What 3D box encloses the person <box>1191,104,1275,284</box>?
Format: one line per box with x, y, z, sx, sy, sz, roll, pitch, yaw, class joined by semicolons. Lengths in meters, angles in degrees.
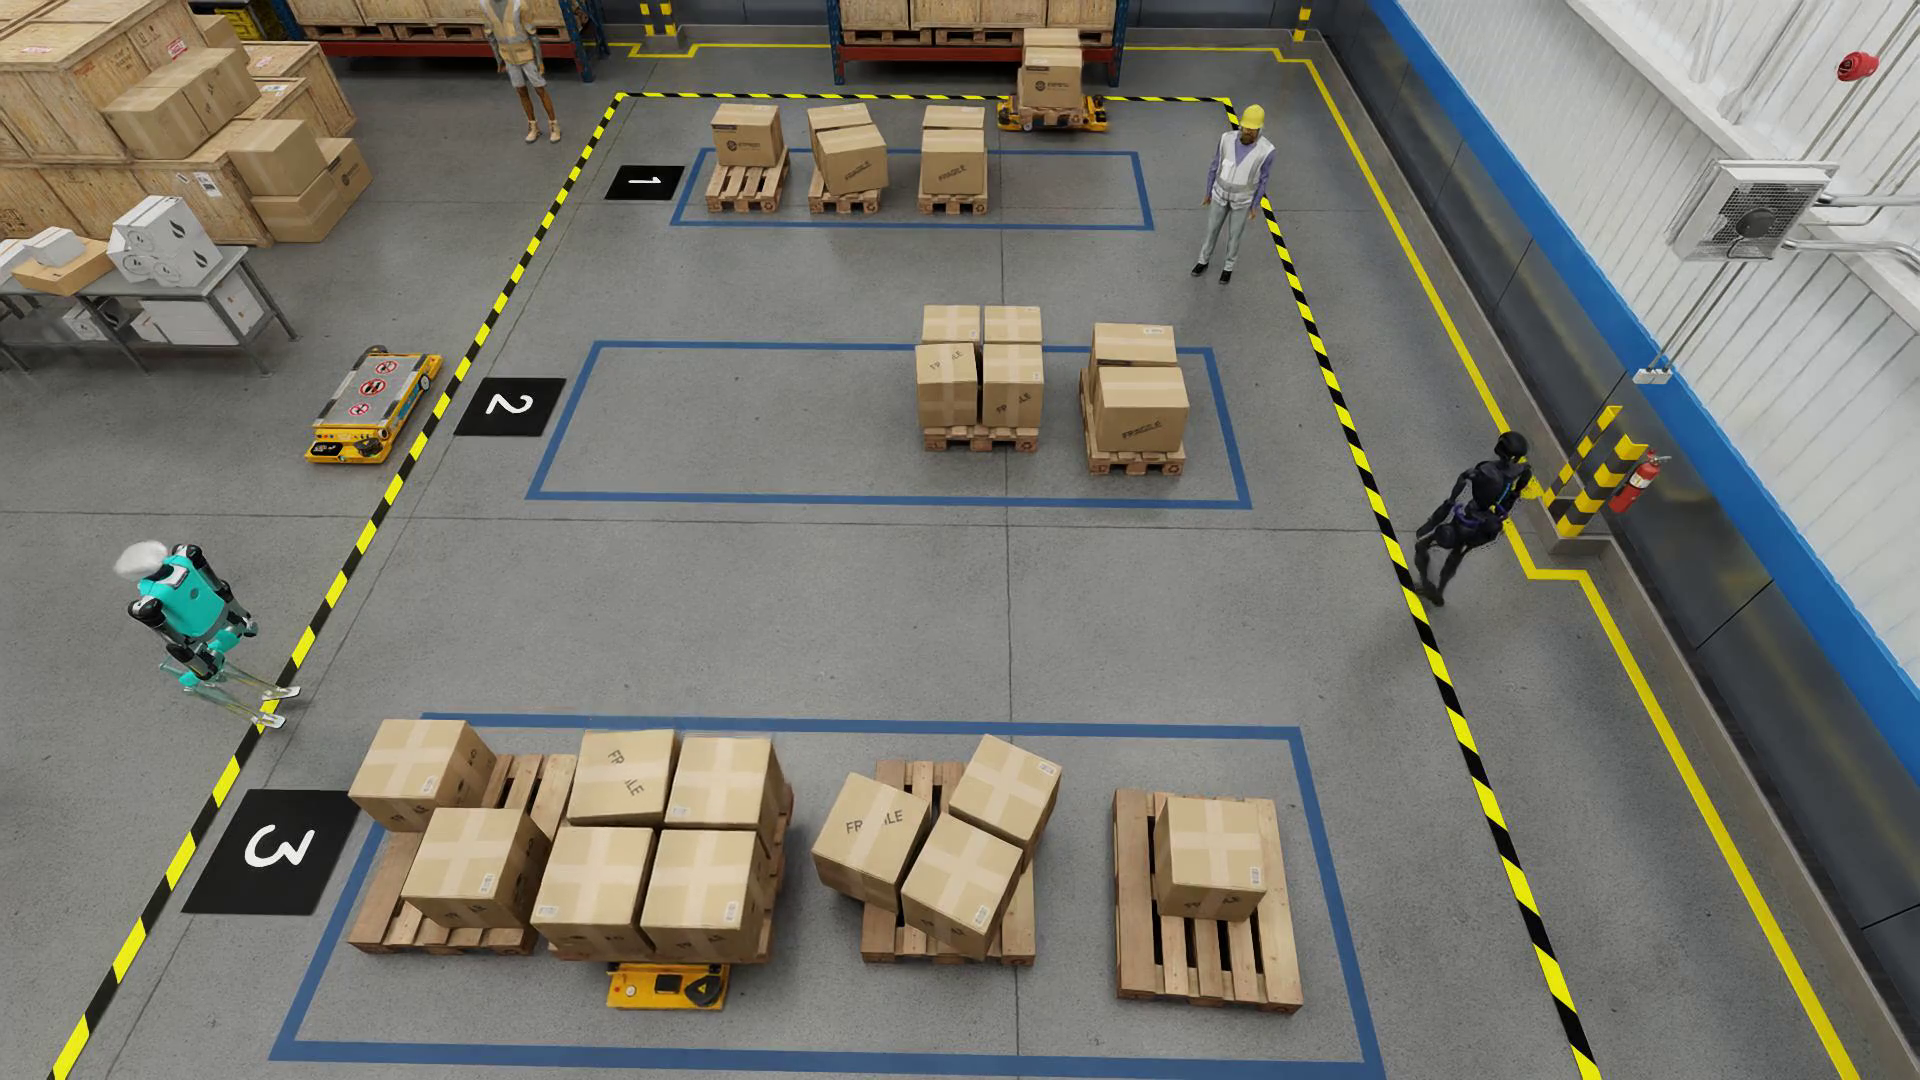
2.759;-3.479;9.282;0.597;1.836;0.404;24;54;19;person

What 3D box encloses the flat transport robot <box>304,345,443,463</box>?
-5.383;-1.269;8.441;0.659;0.231;1.431;1;50;1;flat transport robot

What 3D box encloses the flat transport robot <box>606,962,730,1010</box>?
-1.661;2.067;5.600;0.652;0.197;1.431;1;50;1;flat transport robot

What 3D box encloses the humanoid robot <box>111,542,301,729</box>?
-4.869;0.622;5.794;0.735;1.673;0.533;1;50;1;humanoid robot

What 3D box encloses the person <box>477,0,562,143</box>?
-5.394;-5.900;11.196;0.607;2.048;0.365;1;50;1;person

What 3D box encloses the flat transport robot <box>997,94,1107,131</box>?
1.212;-5.687;12.161;1.431;0.197;0.652;1;50;1;flat transport robot

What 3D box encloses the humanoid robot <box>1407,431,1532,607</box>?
3.631;-0.129;6.550;0.591;1.641;0.355;-7;50;-6;humanoid robot
